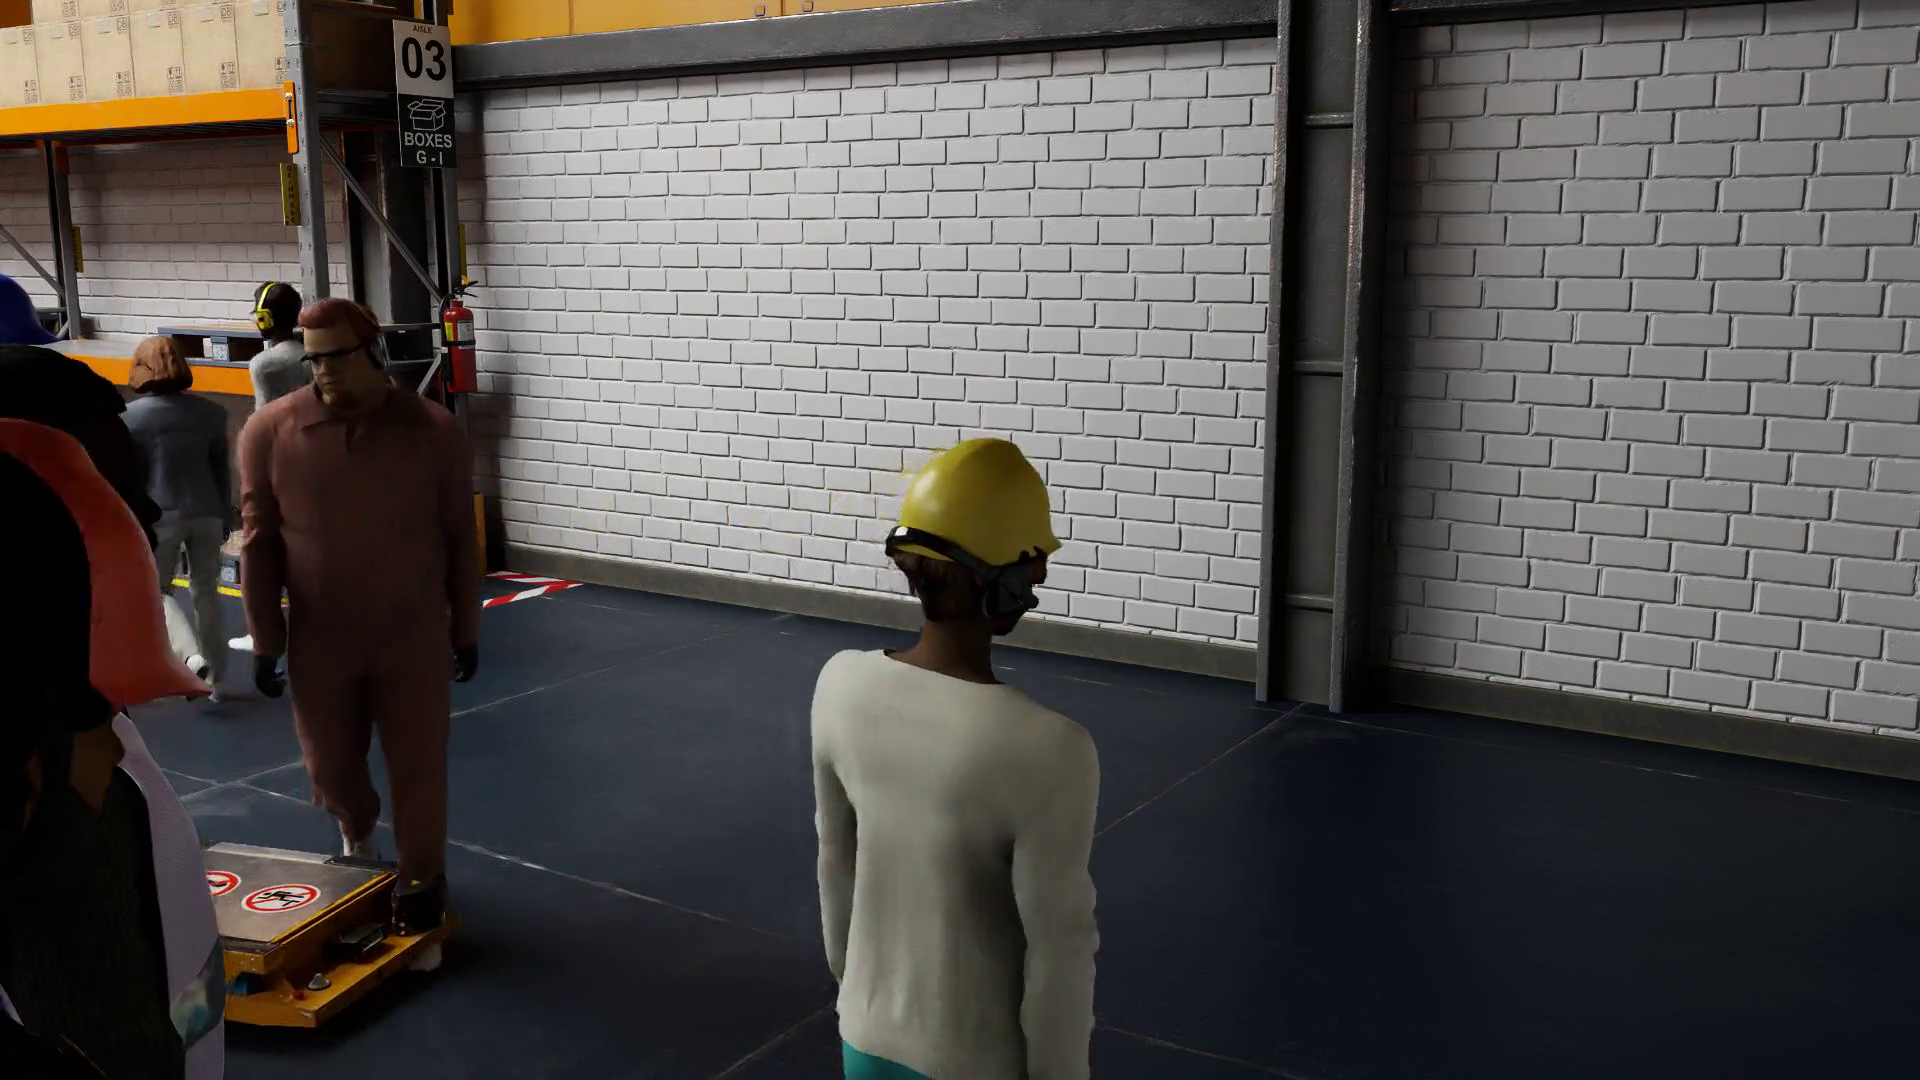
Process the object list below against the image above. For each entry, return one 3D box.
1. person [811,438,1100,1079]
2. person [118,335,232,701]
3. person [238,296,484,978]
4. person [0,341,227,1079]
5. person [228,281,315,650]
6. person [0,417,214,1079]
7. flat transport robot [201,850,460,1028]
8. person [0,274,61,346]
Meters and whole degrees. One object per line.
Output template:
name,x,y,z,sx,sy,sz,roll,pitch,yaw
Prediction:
person,-0.042,0.726,2.393,0.534,1.751,0.606,8,13,38
person,-3.354,-0.065,7.173,0.496,1.621,0.435,-10,14,-42
person,-1.695,0.238,4.776,0.650,1.874,0.772,-3,11,-18
person,-0.959,0.752,1.796,0.593,1.922,0.392,10,14,44
person,-3.173,-0.329,8.042,0.918,1.837,0.528,4,11,20
person,-0.662,0.875,1.142,0.566,1.905,0.643,3,11,15
flat transport robot,-2.215,1.058,4.673,1.431,0.197,0.652,3,11,16
person,-2.389,0.309,4.174,0.385,1.948,0.602,-1,10,-7
